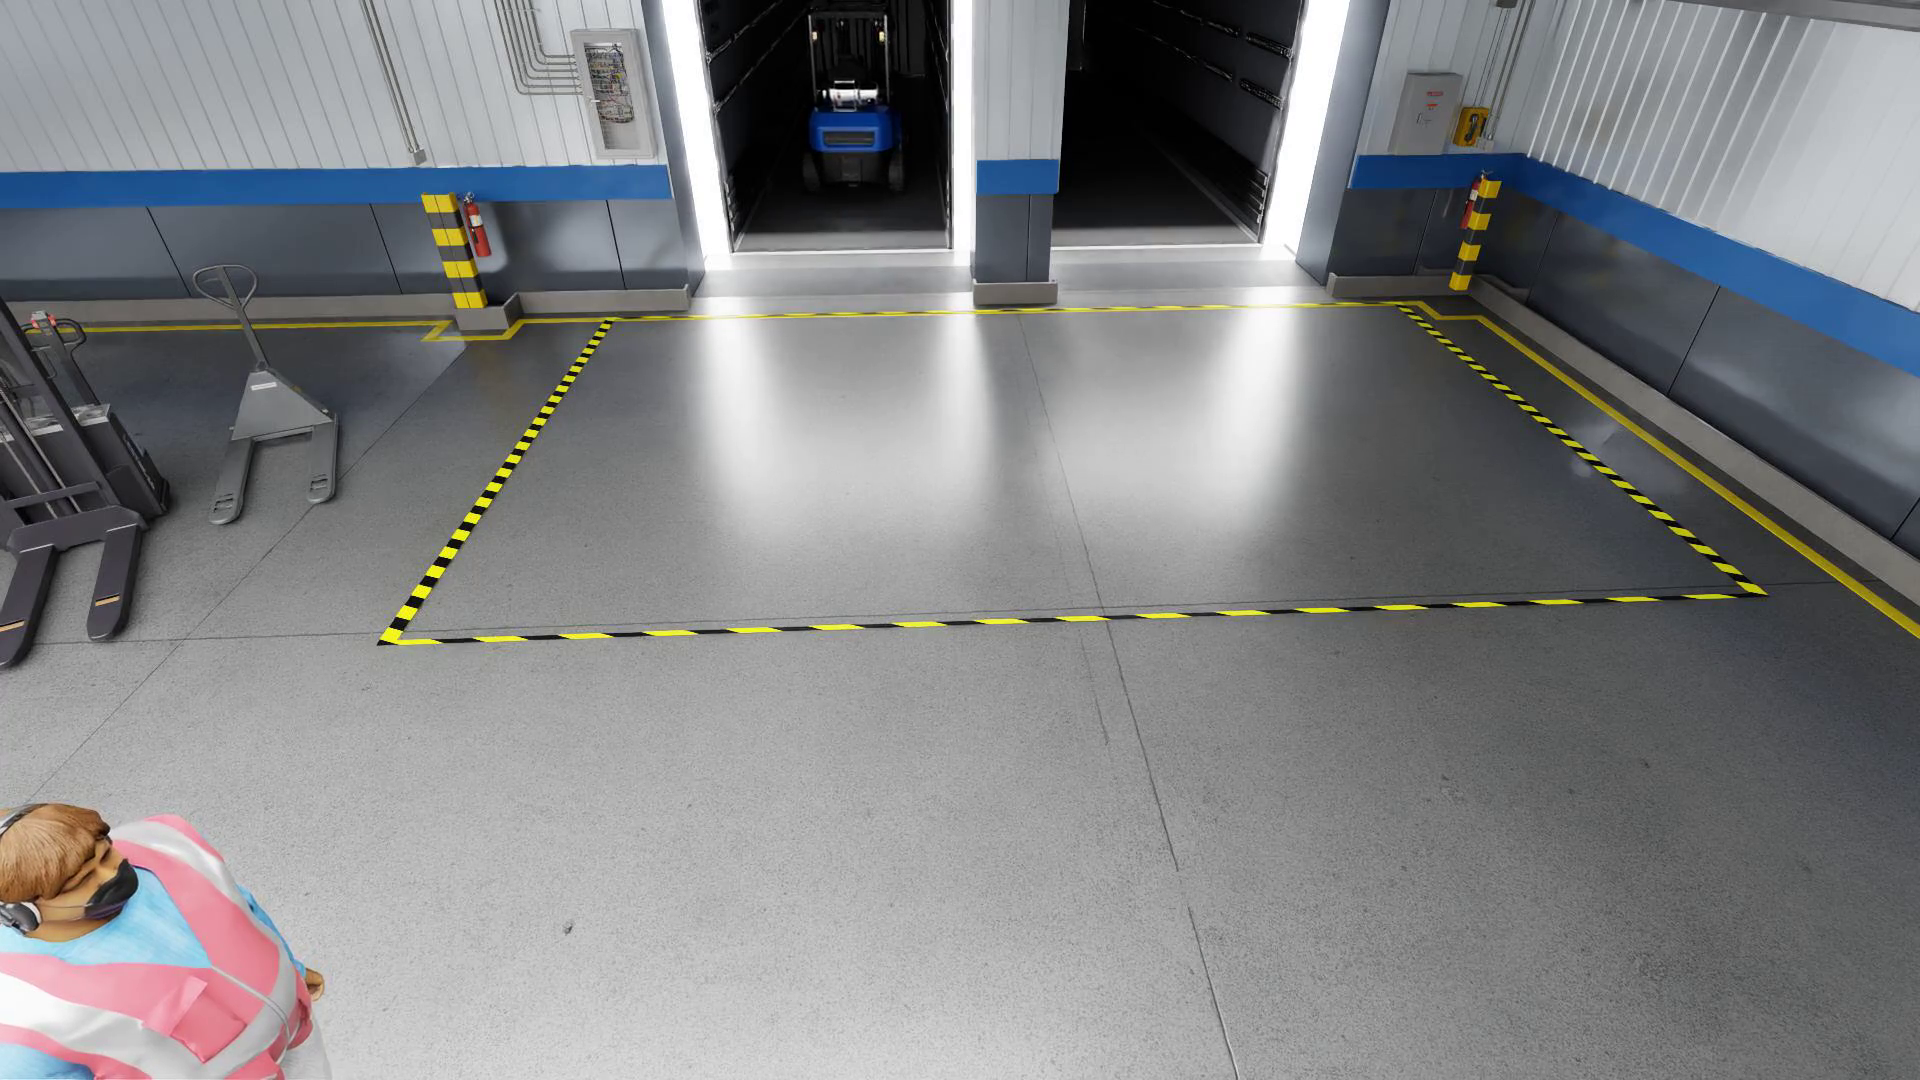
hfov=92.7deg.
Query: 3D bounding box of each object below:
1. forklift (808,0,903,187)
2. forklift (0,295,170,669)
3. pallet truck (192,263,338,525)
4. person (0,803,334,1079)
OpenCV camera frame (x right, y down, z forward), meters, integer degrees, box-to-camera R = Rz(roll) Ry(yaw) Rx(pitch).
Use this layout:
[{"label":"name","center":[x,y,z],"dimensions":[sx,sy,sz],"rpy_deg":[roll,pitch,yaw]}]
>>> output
[{"label":"forklift","center":[-1.427,-6.215,12.606],"dimensions":[1.157,2.036,2.680],"rpy_deg":[0,35,0]},{"label":"forklift","center":[-5.212,-0.618,4.878],"dimensions":[0.823,1.965,1.885],"rpy_deg":[-20,39,-26]},{"label":"pallet truck","center":[-4.778,-1.027,6.128],"dimensions":[0.680,1.201,1.601],"rpy_deg":[-17,38,-23]},{"label":"person","center":[-1.811,1.291,2.270],"dimensions":[0.429,1.844,0.623],"rpy_deg":[-2,35,-2]}]
